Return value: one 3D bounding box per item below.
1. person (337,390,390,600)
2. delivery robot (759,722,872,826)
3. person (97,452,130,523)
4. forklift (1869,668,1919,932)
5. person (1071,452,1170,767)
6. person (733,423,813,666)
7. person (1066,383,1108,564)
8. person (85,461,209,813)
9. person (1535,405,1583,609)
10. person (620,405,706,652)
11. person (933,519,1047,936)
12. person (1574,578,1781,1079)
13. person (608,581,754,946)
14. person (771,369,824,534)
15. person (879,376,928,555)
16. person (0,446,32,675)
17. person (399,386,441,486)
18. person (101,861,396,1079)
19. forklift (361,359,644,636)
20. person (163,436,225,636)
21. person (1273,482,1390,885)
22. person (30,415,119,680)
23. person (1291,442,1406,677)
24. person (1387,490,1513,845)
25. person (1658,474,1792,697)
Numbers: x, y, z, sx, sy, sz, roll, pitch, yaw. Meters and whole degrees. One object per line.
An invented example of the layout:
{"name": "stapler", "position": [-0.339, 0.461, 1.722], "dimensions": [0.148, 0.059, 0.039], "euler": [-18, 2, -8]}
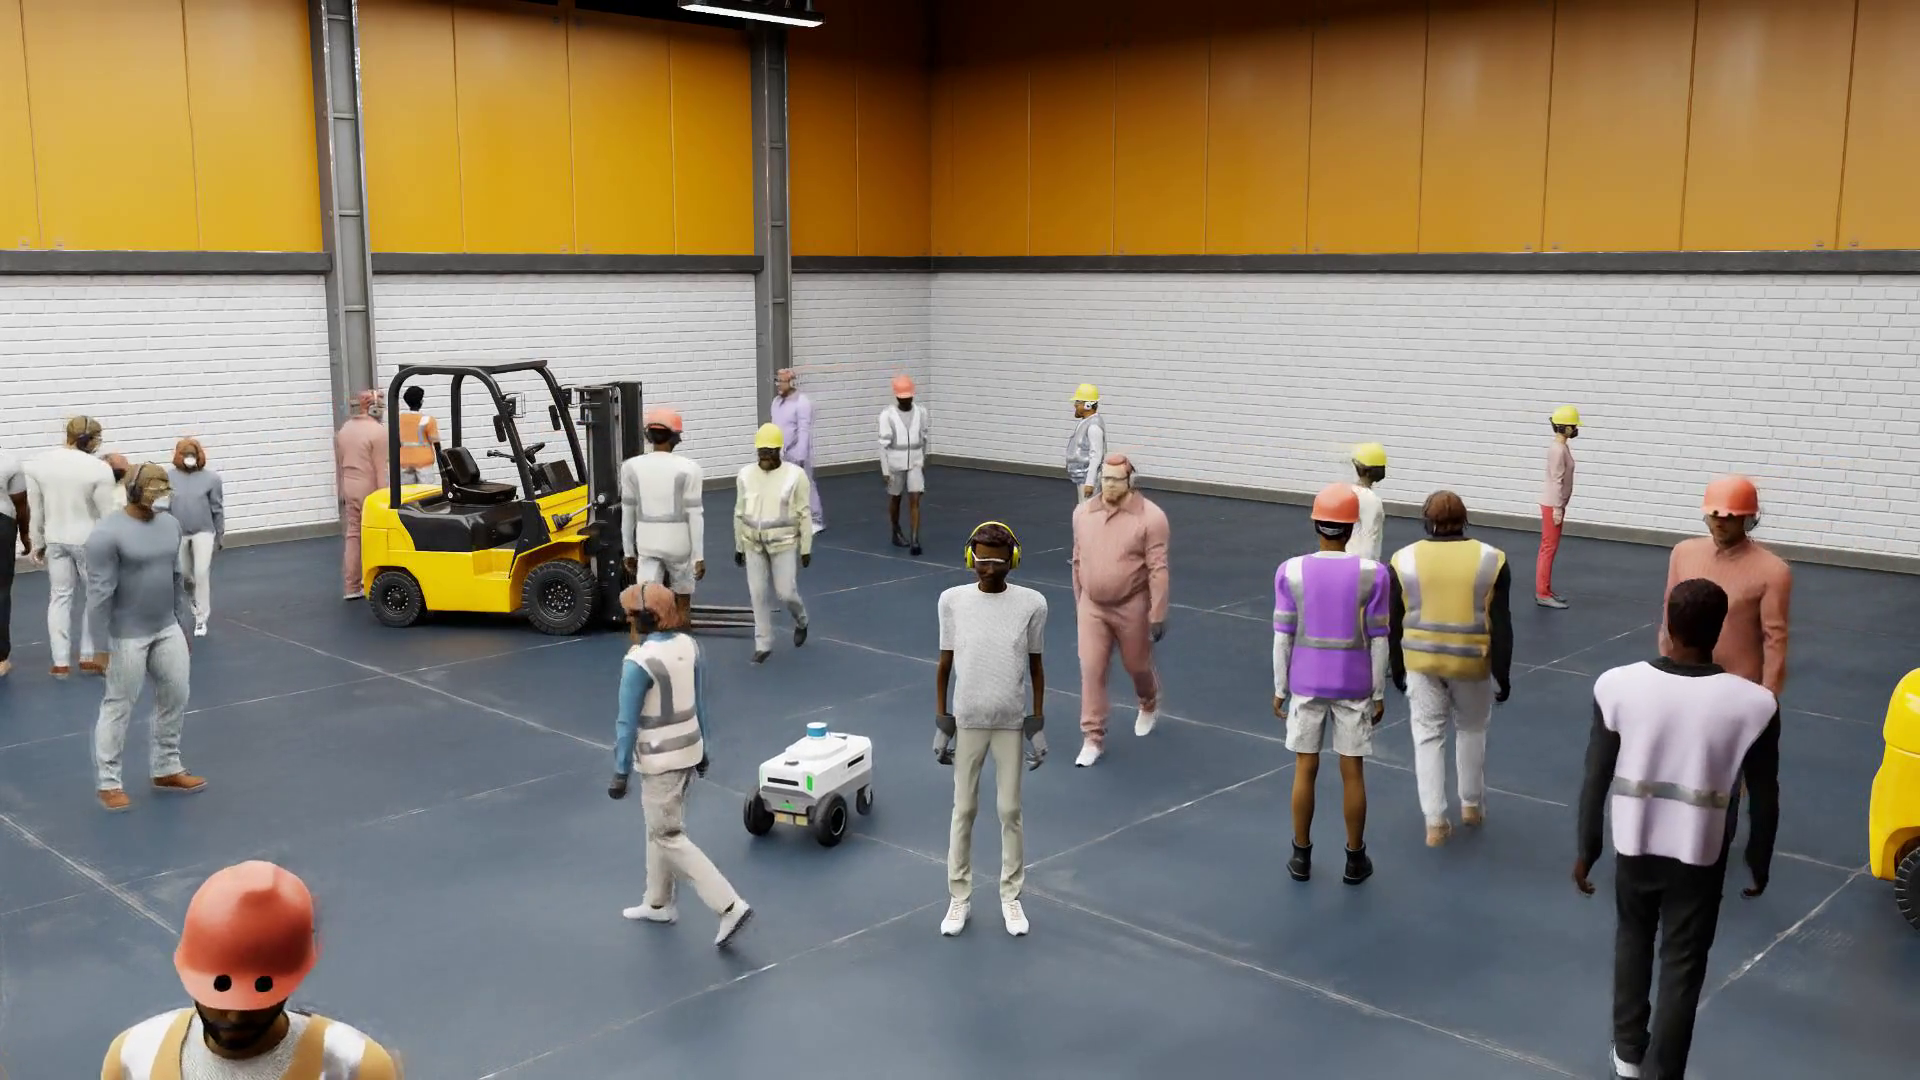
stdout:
{"name": "person", "position": [-5.273, -0.393, 14.799], "dimensions": [0.780, 1.878, 0.497], "euler": [6, 11, 34]}
{"name": "delivery robot", "position": [-0.753, 1.207, 8.771], "dimensions": [0.477, 0.478, 0.707], "euler": [4, 10, 24]}
{"name": "person", "position": [-6.103, 0.145, 12.326], "dimensions": [0.372, 1.613, 0.556], "euler": [6, 11, 32]}
{"name": "forklift", "position": [5.205, 0.723, 7.013], "dimensions": [2.313, 2.155, 1.214], "euler": [9, 13, 43]}
{"name": "person", "position": [0.986, 0.380, 10.135], "dimensions": [0.645, 1.870, 0.933], "euler": [4, 10, 25]}
{"name": "person", "position": [-1.398, 0.017, 12.503], "dimensions": [0.606, 1.817, 0.569], "euler": [3, 10, 17]}
{"name": "person", "position": [1.242, -0.623, 16.366], "dimensions": [0.403, 1.835, 0.588], "euler": [0, 9, -3]}
{"name": "person", "position": [-4.540, 0.521, 9.153], "dimensions": [0.496, 1.910, 0.674], "euler": [3, 10, 17]}
{"name": "person", "position": [5.240, -0.295, 14.559], "dimensions": [0.331, 1.768, 0.526], "euler": [3, 10, 19]}
{"name": "person", "position": [-2.112, 0.057, 11.702], "dimensions": [0.612, 2.008, 0.945], "euler": [1, 9, 9]}
{"name": "person", "position": [0.131, 0.830, 7.367], "dimensions": [0.508, 1.865, 0.329], "euler": [0, 9, 1]}
{"name": "person", "position": [2.510, 1.064, 5.824], "dimensions": [0.608, 1.891, 0.710], "euler": [6, 11, 31]}
{"name": "person", "position": [-1.218, 0.973, 7.265], "dimensions": [0.692, 1.614, 0.537], "euler": [3, 10, 18]}
{"name": "person", "position": [-1.910, -0.949, 18.318], "dimensions": [0.666, 1.854, 0.997], "euler": [9, 13, 44]}
{"name": "person", "position": [-0.583, -0.782, 17.293], "dimensions": [0.552, 1.845, 1.065], "euler": [-3, 10, -15]}
{"name": "person", "position": [-7.185, -0.046, 12.197], "dimensions": [0.695, 2.000, 0.697], "euler": [-4, 10, -21]}
{"name": "person", "position": [-5.875, -0.829, 18.070], "dimensions": [0.550, 1.697, 0.363], "euler": [3, 10, 17]}
{"name": "person", "position": [-1.327, 1.484, 3.211], "dimensions": [0.580, 1.913, 0.661], "euler": [0, 9, 3]}
{"name": "forklift", "position": [-3.850, -0.407, 13.936], "dimensions": [2.313, 2.155, 1.214], "euler": [2, 9, 11]}
{"name": "person", "position": [-6.256, -0.062, 13.562], "dimensions": [0.514, 1.609, 0.659], "euler": [-3, 10, -17]}
{"name": "person", "position": [1.778, 0.689, 7.998], "dimensions": [0.544, 1.939, 0.372], "euler": [3, 10, 17]}
{"name": "person", "position": [-6.438, 0.054, 12.049], "dimensions": [0.664, 1.897, 0.521], "euler": [1, 9, 6]}
{"name": "person", "position": [2.815, 0.155, 11.929], "dimensions": [0.875, 1.729, 0.525], "euler": [-2, 10, -13]}
{"name": "person", "position": [2.562, 0.636, 8.716], "dimensions": [0.638, 1.810, 0.776], "euler": [3, 10, 20]}
{"name": "person", "position": [3.700, 0.653, 8.087], "dimensions": [0.496, 1.978, 0.648], "euler": [-7, 11, -36]}
